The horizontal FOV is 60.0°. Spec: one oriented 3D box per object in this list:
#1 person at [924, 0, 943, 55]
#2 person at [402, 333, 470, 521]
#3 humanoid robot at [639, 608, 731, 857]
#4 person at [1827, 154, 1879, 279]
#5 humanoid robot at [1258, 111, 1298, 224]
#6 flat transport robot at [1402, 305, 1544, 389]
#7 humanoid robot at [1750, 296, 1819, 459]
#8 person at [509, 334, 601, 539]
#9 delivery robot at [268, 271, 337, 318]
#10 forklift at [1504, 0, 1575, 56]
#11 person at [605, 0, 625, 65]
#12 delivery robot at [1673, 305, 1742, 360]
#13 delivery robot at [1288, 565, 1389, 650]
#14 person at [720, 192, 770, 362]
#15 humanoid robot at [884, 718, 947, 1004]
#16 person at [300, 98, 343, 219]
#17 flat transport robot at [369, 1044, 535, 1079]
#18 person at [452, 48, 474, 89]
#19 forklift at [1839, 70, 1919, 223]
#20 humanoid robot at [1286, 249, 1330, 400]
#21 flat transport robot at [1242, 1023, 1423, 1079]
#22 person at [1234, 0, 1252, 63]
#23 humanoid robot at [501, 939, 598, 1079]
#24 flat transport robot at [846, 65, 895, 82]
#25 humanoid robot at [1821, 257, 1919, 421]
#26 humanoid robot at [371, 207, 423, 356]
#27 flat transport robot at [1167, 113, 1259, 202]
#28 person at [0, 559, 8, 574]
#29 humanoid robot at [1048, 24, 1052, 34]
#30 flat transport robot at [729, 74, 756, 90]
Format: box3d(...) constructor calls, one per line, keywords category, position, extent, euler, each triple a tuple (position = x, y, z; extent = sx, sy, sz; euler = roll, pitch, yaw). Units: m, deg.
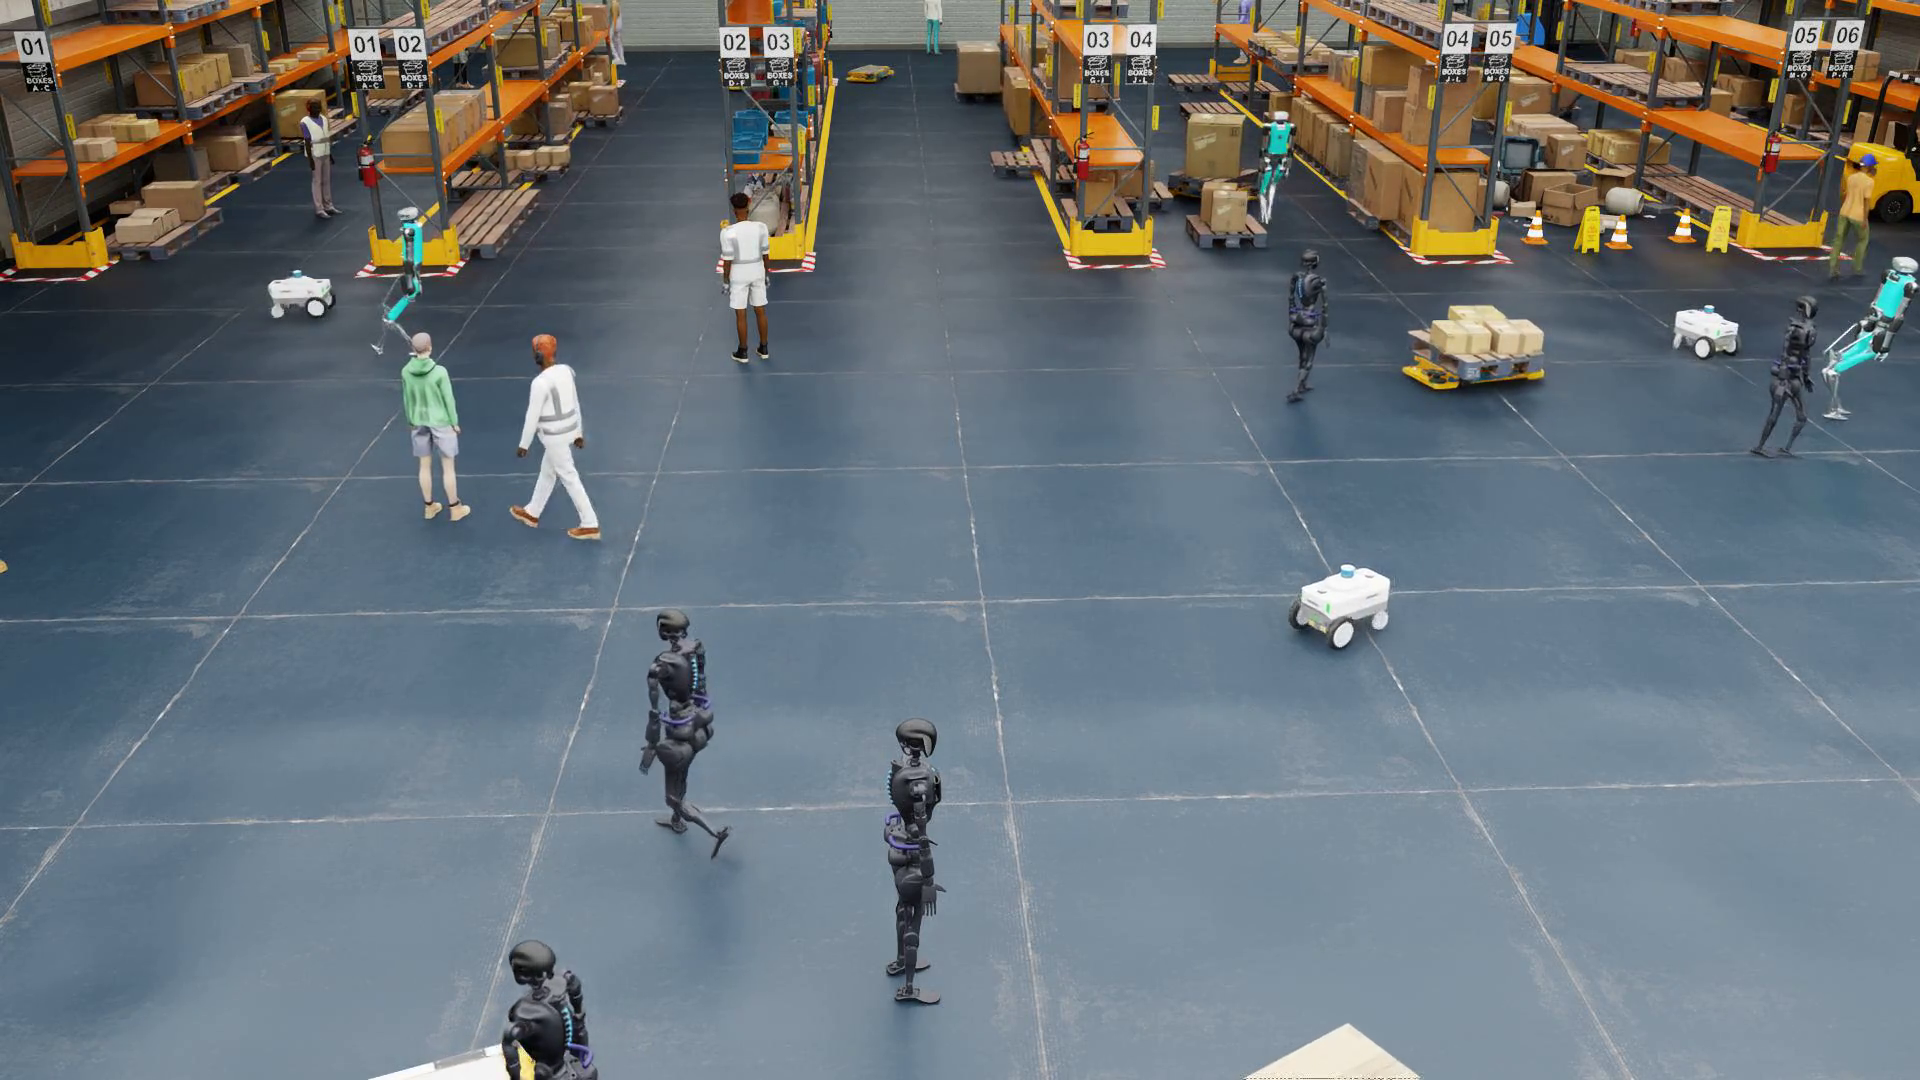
box3d(category="person", position=(-0.664, -13.330, 42.585), extent=(0.533, 1.766, 0.316), euler=(18, 30, 34))
box3d(category="person", position=(-4.748, -1.008, 14.934), extent=(0.472, 1.740, 0.327), euler=(5, 24, 10))
box3d(category="humanoid robot", position=(-1.691, 1.160, 10.179), extent=(0.659, 1.628, 0.592), euler=(13, 27, 27))
box3d(category="person", position=(12.210, -4.388, 22.566), extent=(0.735, 1.688, 0.485), euler=(-11, 26, -24))
box3d(category="humanoid robot", position=(4.798, -5.717, 25.581), extent=(0.531, 1.821, 0.835), euler=(-2, 24, -3))
box3d(category="flat transport robot", position=(5.815, -1.951, 18.857), extent=(1.431, 0.231, 0.659), euler=(-8, 25, -17))
box3d(category="humanoid robot", position=(8.160, -1.586, 16.303), extent=(0.601, 1.645, 0.463), euler=(-19, 30, -35))
box3d(category="person", position=(-3.617, -0.902, 14.569), extent=(0.946, 1.839, 0.583), euler=(5, 24, 10))
box3d(category="delivery robot", position=(-8.359, -3.121, 21.137), extent=(0.789, 0.598, 0.499), euler=(-2, 24, -4))
box3d(category="forklift", position=(14.700, -13.805, 42.301), extent=(1.873, 2.768, 1.129), euler=(-1, 24, -2))
box3d(category="person", position=(-8.532, -12.607, 40.861), extent=(0.520, 1.843, 0.545), euler=(0, 24, 0))
box3d(category="delivery robot", position=(8.832, -2.452, 19.653), extent=(0.499, 0.612, 0.784), euler=(-10, 26, -20))
box3d(category="delivery robot", position=(3.008, 0.484, 13.025), extent=(0.785, 0.587, 0.499), euler=(-15, 28, -30))
box3d(category="person", position=(-2.471, -3.029, 19.204), extent=(0.602, 1.958, 0.376), euler=(-13, 27, -27))
box3d(category="humanoid robot", position=(-0.244, 1.687, 8.932), extent=(0.315, 1.657, 0.599), euler=(-3, 24, -8))
box3d(category="person", position=(-9.995, -5.965, 25.943), extent=(0.396, 1.839, 0.563), euler=(7, 25, 15))
box3d(category="flat transport robot", position=(-2.597, 2.850, 8.067), extent=(1.431, 0.231, 0.659), euler=(-10, 26, -21))
box3d(category="person", position=(-11.301, -11.059, 37.563), extent=(0.540, 1.695, 0.315), euler=(15, 28, 30))
box3d(category="forklift", position=(15.132, -6.143, 25.915), extent=(2.313, 2.155, 1.214), euler=(-1, 24, -2))
box3d(category="humanoid robot", position=(3.780, -2.341, 18.029), extent=(0.615, 1.639, 0.591), euler=(-17, 29, -33))
box3d(category="flat transport robot", position=(1.731, 3.186, 7.313), extent=(1.431, 0.231, 0.659), euler=(-15, 28, -31))
box3d(category="person", position=(7.055, -12.750, 41.240), extent=(0.399, 1.799, 0.590), euler=(12, 26, 24))
box3d(category="humanoid robot", position=(-1.752, 2.450, 7.304), extent=(0.788, 1.625, 0.609), euler=(9, 26, 19))
box3d(category="flat transport robot", position=(-2.104, -10.958, 39.094), extent=(0.659, 0.231, 1.431), euler=(8, 25, 18))
box3d(category="humanoid robot", position=(9.355, -2.081, 17.329), extent=(0.834, 1.746, 0.563), euler=(-1, 24, -2))
box3d(category="humanoid robot", position=(-6.617, -2.942, 19.352), extent=(0.884, 1.832, 0.549), euler=(-3, 24, -6))
box3d(category="flat transport robot", position=(4.151, -5.749, 27.391), extent=(1.431, 0.231, 0.659), euler=(19, 30, 36))
box3d(category="person", position=(-8.330, -0.574, 13.780), extent=(0.575, 1.889, 0.378), euler=(-17, 29, -33))
box3d(category="humanoid robot", position=(2.294, -12.820, 41.527), extent=(0.543, 1.775, 1.003), euler=(-16, 29, -32))
box3d(category="flat transport robot", position=(-4.984, -10.454, 37.963), extent=(0.659, 0.231, 1.431), euler=(1, 24, 1))
